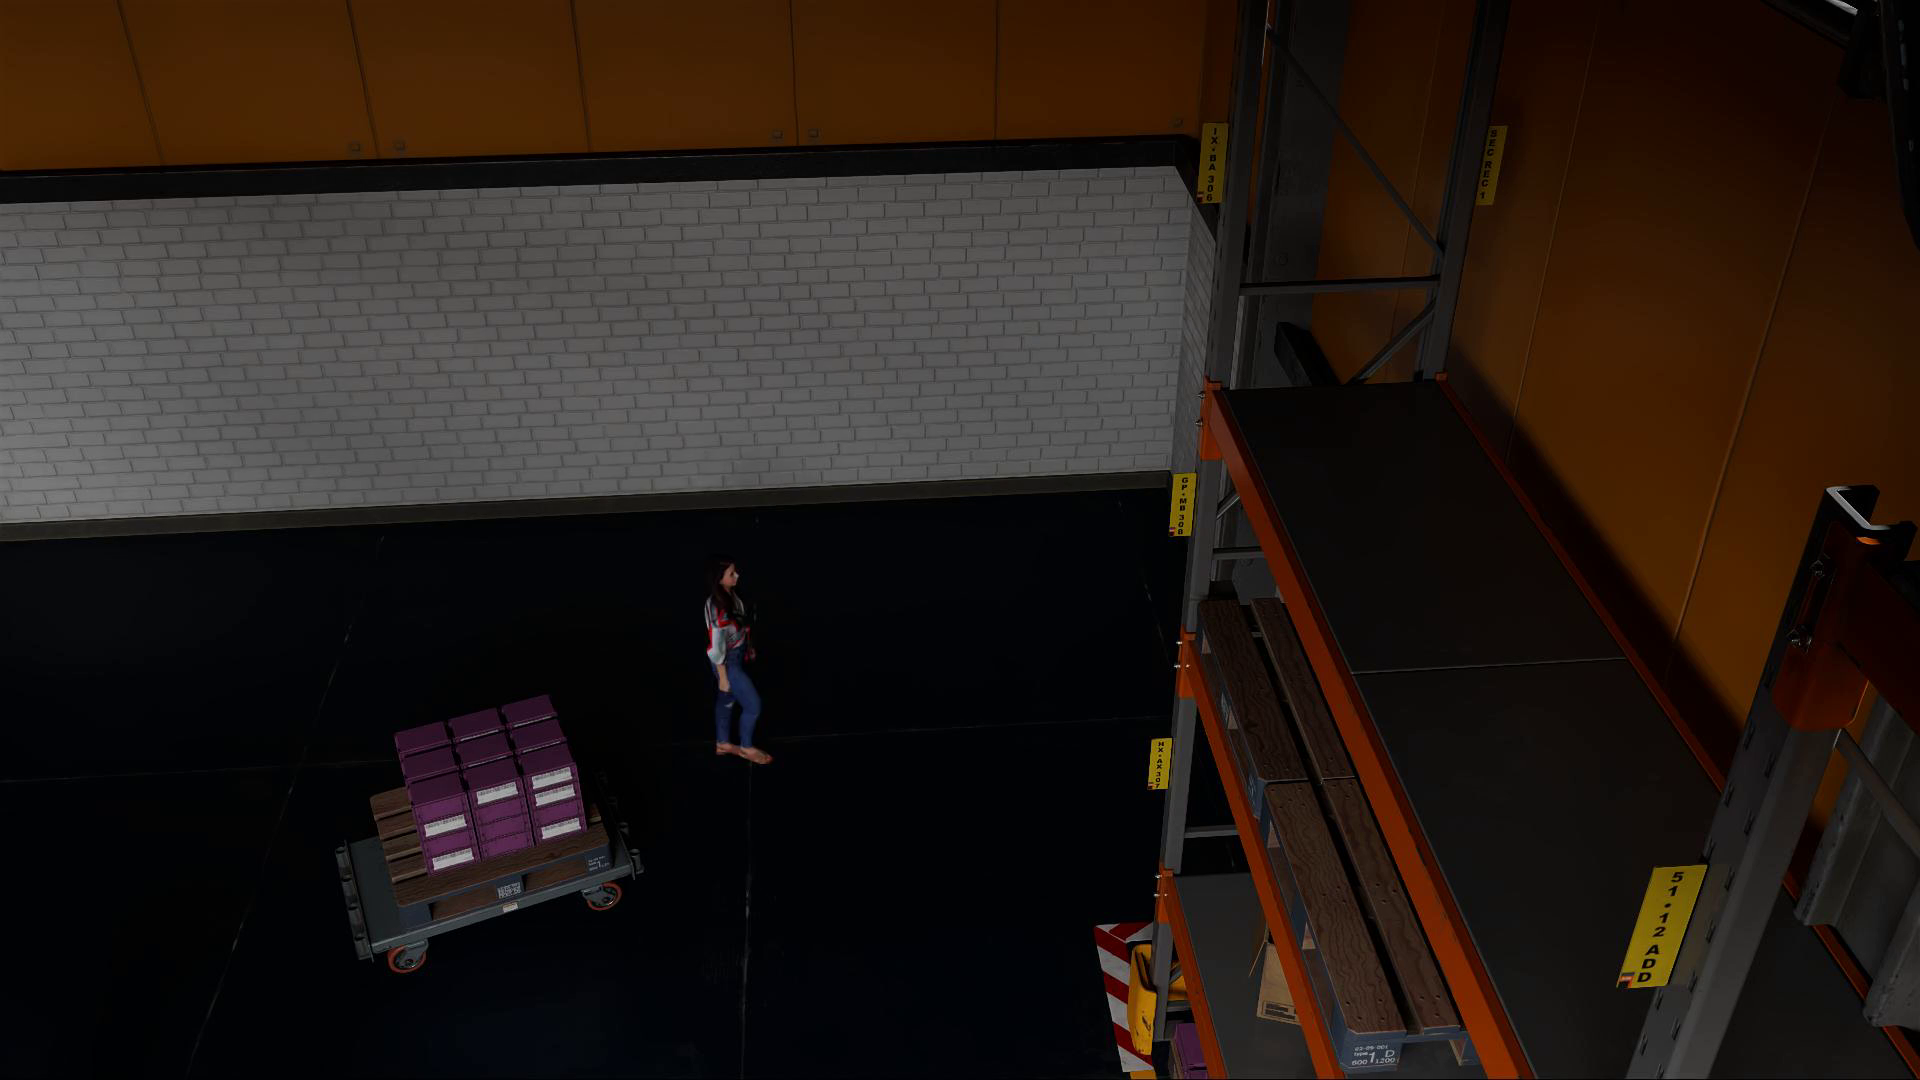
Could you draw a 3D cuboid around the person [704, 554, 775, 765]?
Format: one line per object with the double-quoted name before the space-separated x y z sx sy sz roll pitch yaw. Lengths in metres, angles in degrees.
"person" -1.567 0.772 10.744 0.720 1.606 0.617 2 34 4
